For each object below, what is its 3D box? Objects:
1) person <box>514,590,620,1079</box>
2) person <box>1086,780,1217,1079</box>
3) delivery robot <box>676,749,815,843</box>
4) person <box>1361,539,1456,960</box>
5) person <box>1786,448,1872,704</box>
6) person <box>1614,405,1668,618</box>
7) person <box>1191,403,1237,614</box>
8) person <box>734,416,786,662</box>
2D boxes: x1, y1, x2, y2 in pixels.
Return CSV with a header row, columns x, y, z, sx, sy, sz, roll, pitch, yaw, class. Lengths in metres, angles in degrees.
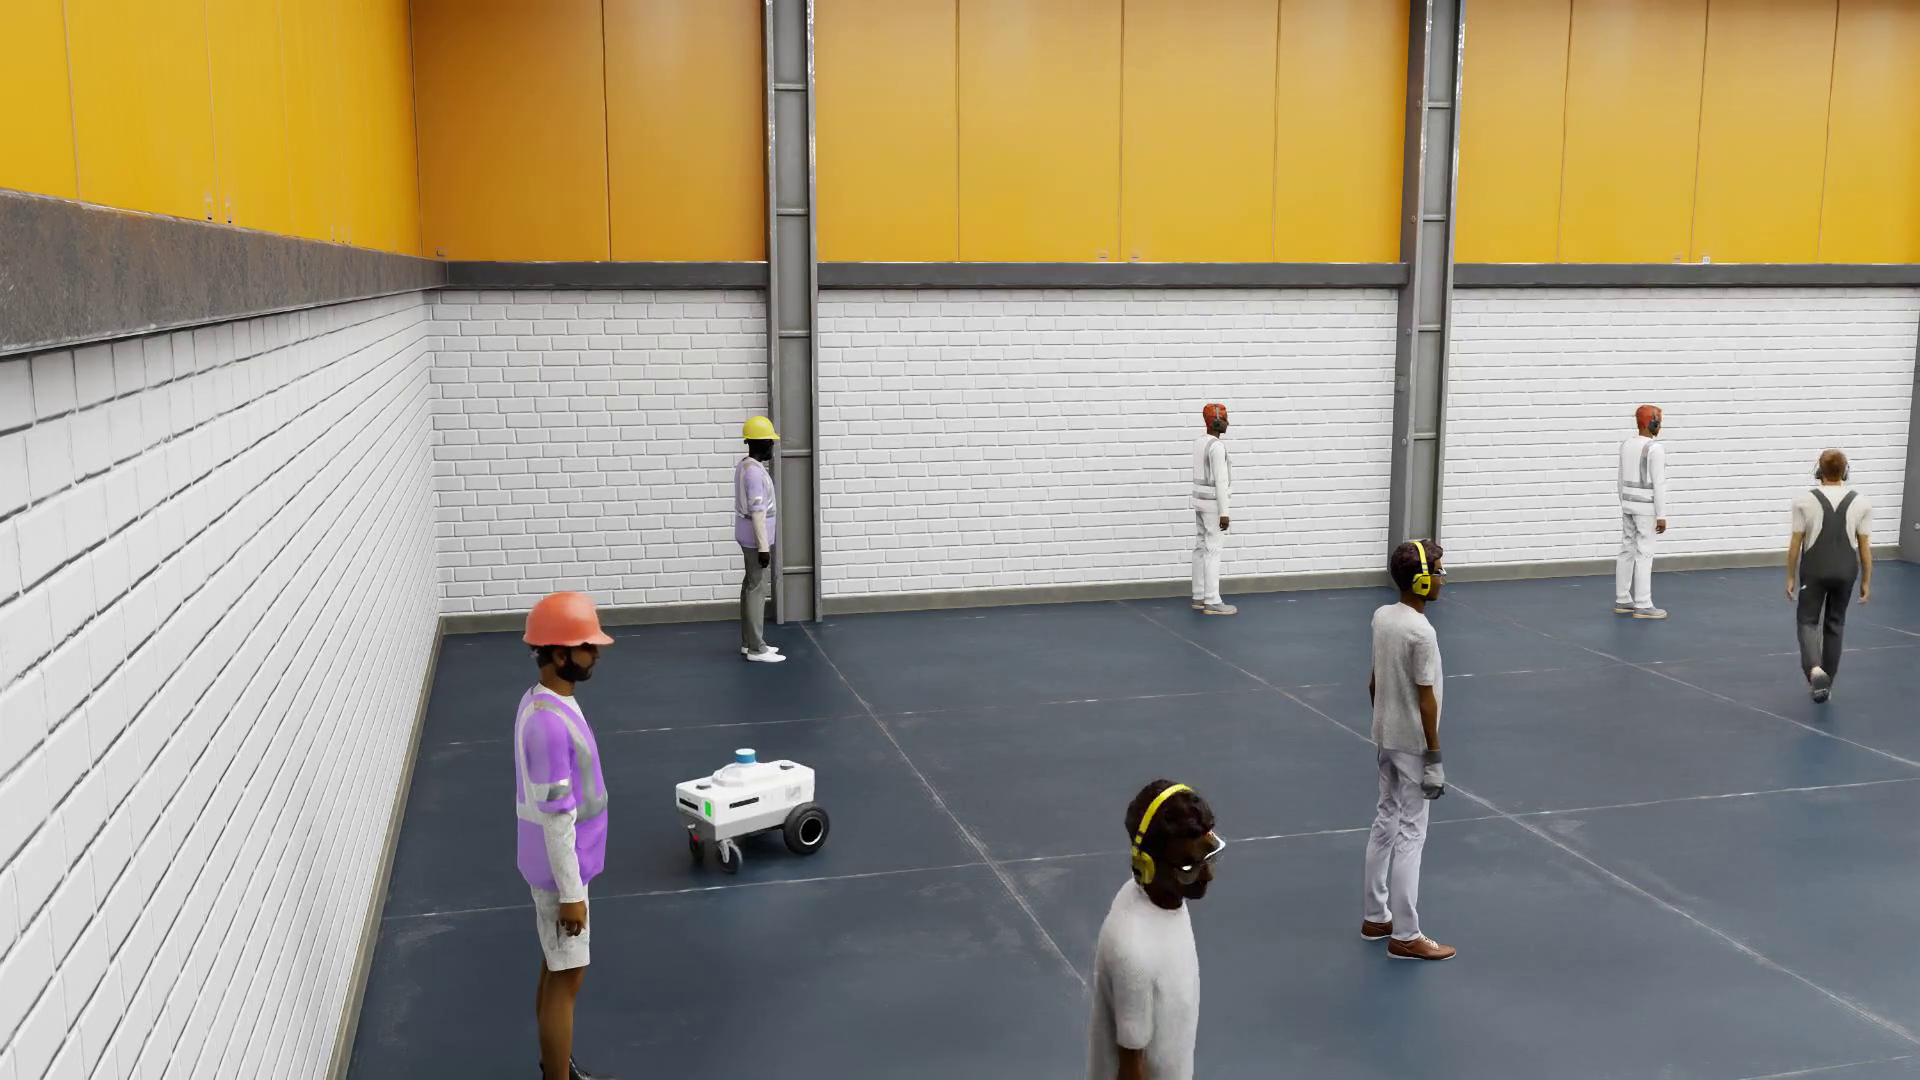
x,y,z,sx,sy,sz,roll,pitch,yaw,class
-1.375,1.134,5.861,0.355,1.938,0.544,-2,9,-15,person
0.464,1.454,4.221,0.416,1.829,0.667,2,9,14,person
-1.113,1.331,8.648,0.707,0.478,0.477,-8,12,-40,delivery robot
2.002,0.923,7.394,0.328,1.872,0.511,-2,9,-15,person
6.068,0.278,11.601,0.530,1.814,0.659,3,10,17,person
6.030,-0.252,14.688,0.355,1.882,0.576,-2,9,-15,person
2.258,-0.279,14.858,0.355,1.882,0.576,-2,9,-15,person
-1.579,-0.009,13.027,0.362,1.928,0.587,-2,9,-15,person
